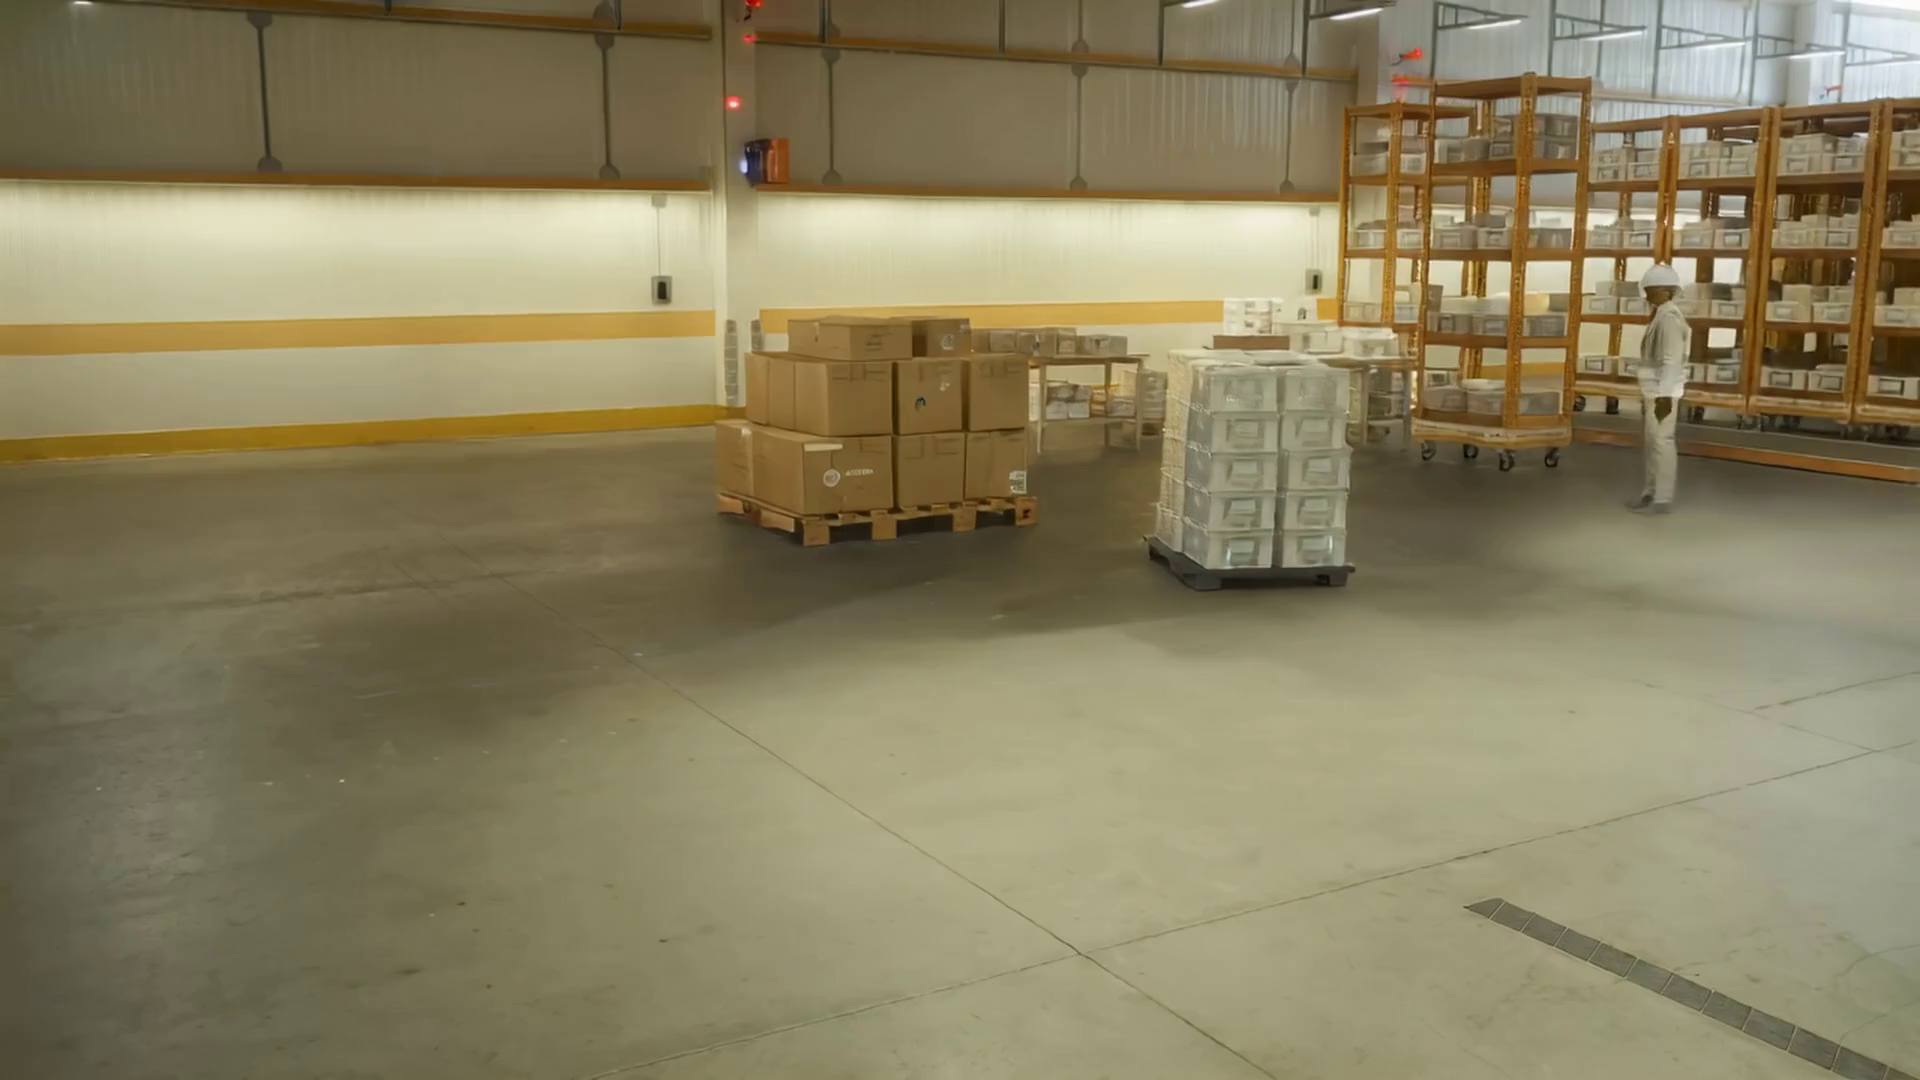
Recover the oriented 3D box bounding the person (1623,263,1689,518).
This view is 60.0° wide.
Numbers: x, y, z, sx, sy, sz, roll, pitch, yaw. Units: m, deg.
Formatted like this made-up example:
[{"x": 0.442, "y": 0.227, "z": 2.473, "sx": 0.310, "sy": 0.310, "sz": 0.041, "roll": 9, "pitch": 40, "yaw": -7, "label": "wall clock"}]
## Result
[{"x": 5.369, "y": -1.144, "z": 12.791, "sx": 0.404, "sy": 1.945, "sz": 0.615, "roll": 2, "pitch": 10, "yaw": 11, "label": "person"}]
